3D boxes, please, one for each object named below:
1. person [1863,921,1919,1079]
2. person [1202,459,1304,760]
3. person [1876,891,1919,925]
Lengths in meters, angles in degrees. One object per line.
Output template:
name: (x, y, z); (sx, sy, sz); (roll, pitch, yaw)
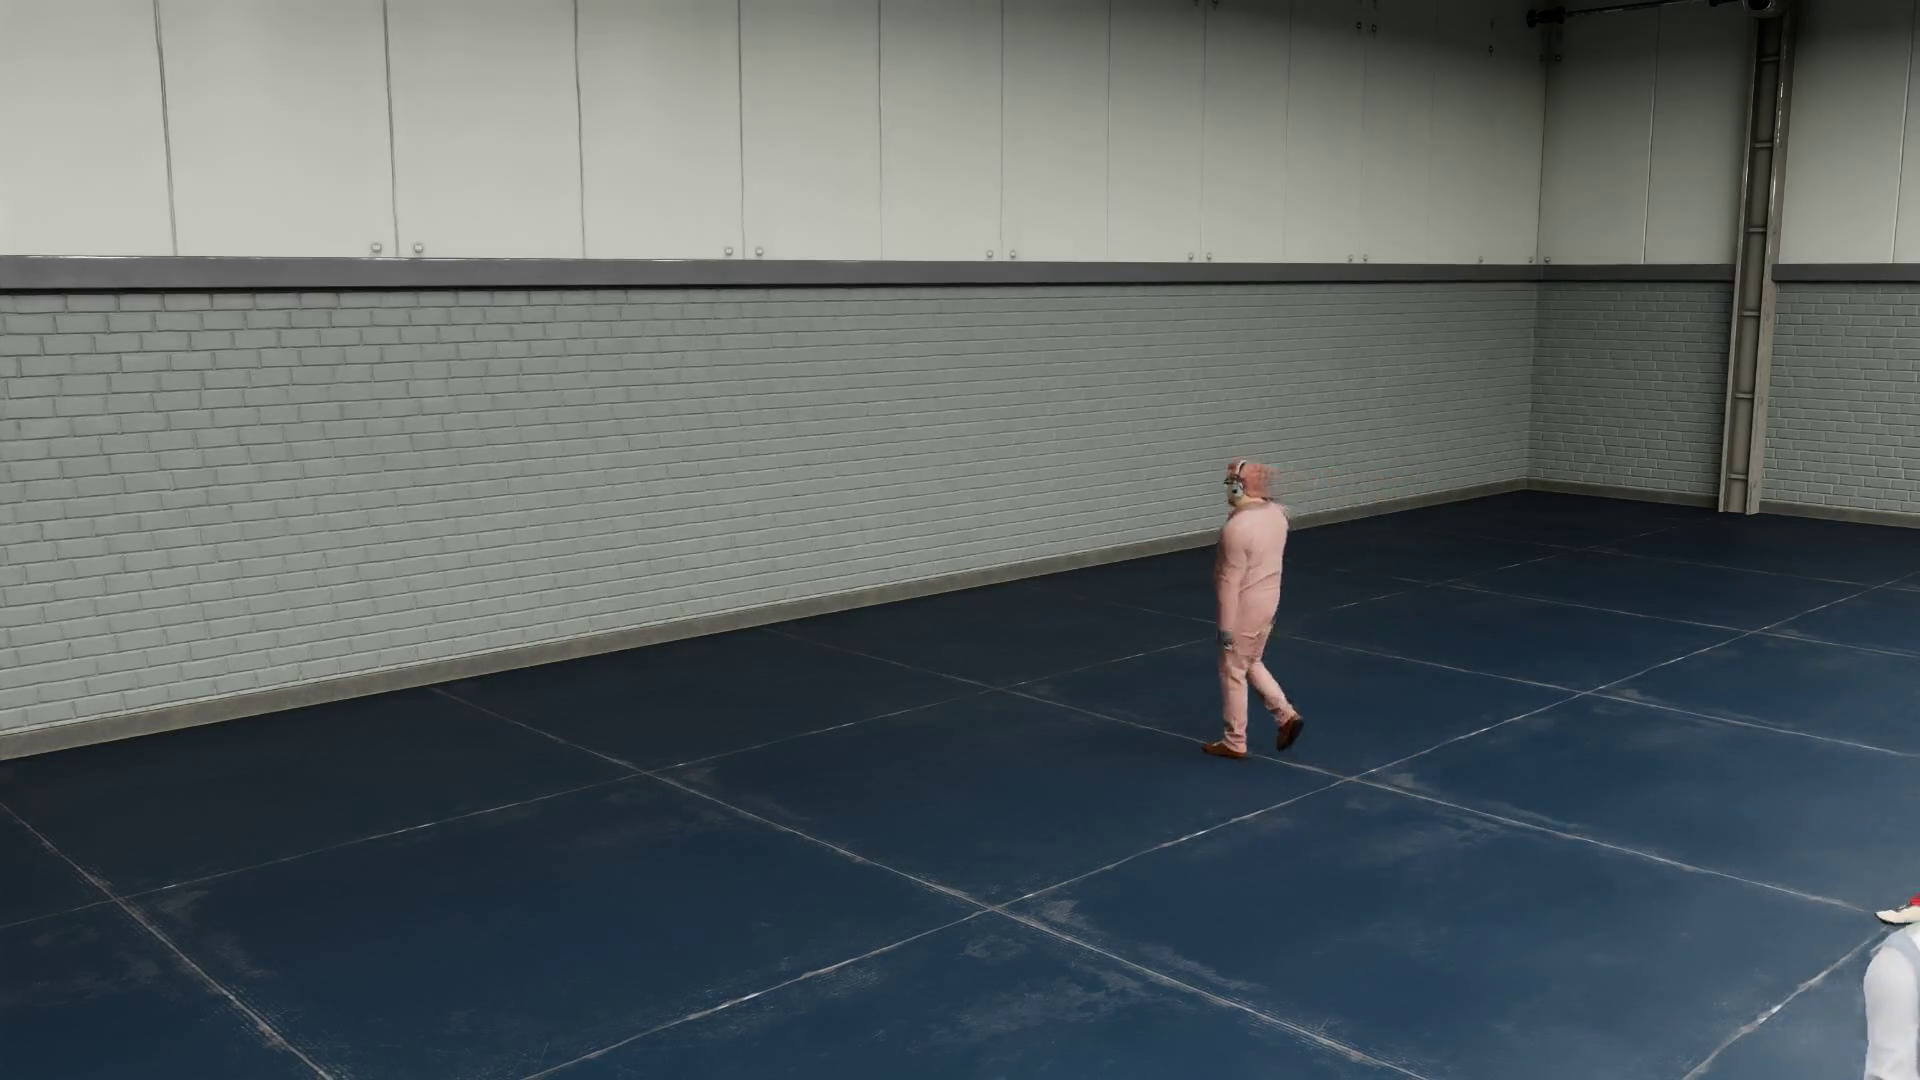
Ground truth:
person: (2.417, 1.495, 4.020); (0.600, 1.804, 0.654); (0, 9, 1)
person: (1.797, 0.445, 10.263); (0.525, 1.890, 0.674); (7, 12, 38)
person: (4.761, 0.973, 7.521); (0.896, 1.725, 0.534); (1, 9, 4)
